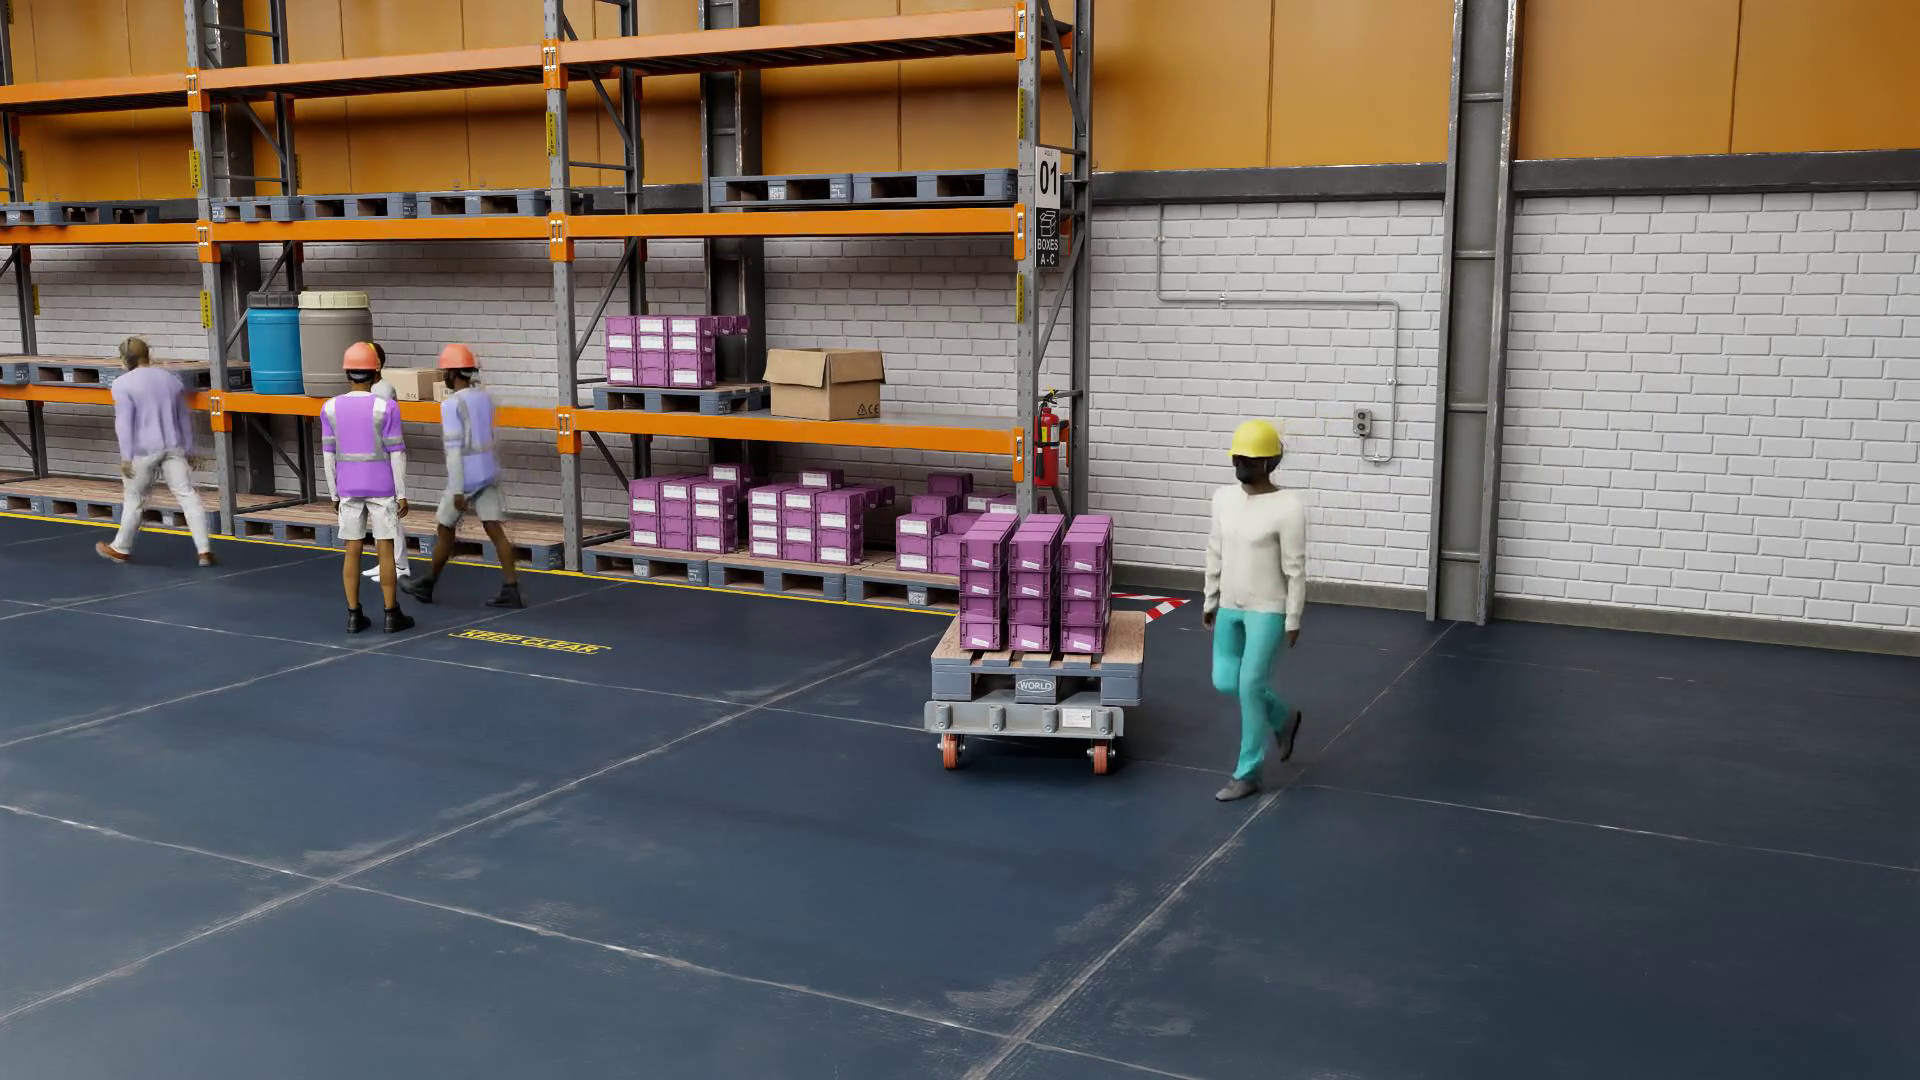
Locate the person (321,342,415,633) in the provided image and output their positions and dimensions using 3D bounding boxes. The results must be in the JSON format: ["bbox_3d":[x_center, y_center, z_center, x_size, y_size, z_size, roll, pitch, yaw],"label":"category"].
[{"bbox_3d":[-3.929,-0.338,11.056,0.547,1.936,0.364,0,9,3],"label":"person"}]

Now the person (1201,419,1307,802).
[{"bbox_3d":[1.395,0.303,7.679,0.603,1.748,0.535,-7,12,-38],"label":"person"}]

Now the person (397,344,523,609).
[{"bbox_3d":[-3.577,-0.447,11.875,1.014,1.881,0.557,4,10,23],"label":"person"}]

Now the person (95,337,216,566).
[{"bbox_3d":[-6.561,-0.707,13.549,1.071,1.860,0.703,5,11,29],"label":"person"}]

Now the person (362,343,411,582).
[{"bbox_3d":[-4.517,-0.608,12.967,0.317,1.860,0.516,-6,11,-31],"label":"person"}]
